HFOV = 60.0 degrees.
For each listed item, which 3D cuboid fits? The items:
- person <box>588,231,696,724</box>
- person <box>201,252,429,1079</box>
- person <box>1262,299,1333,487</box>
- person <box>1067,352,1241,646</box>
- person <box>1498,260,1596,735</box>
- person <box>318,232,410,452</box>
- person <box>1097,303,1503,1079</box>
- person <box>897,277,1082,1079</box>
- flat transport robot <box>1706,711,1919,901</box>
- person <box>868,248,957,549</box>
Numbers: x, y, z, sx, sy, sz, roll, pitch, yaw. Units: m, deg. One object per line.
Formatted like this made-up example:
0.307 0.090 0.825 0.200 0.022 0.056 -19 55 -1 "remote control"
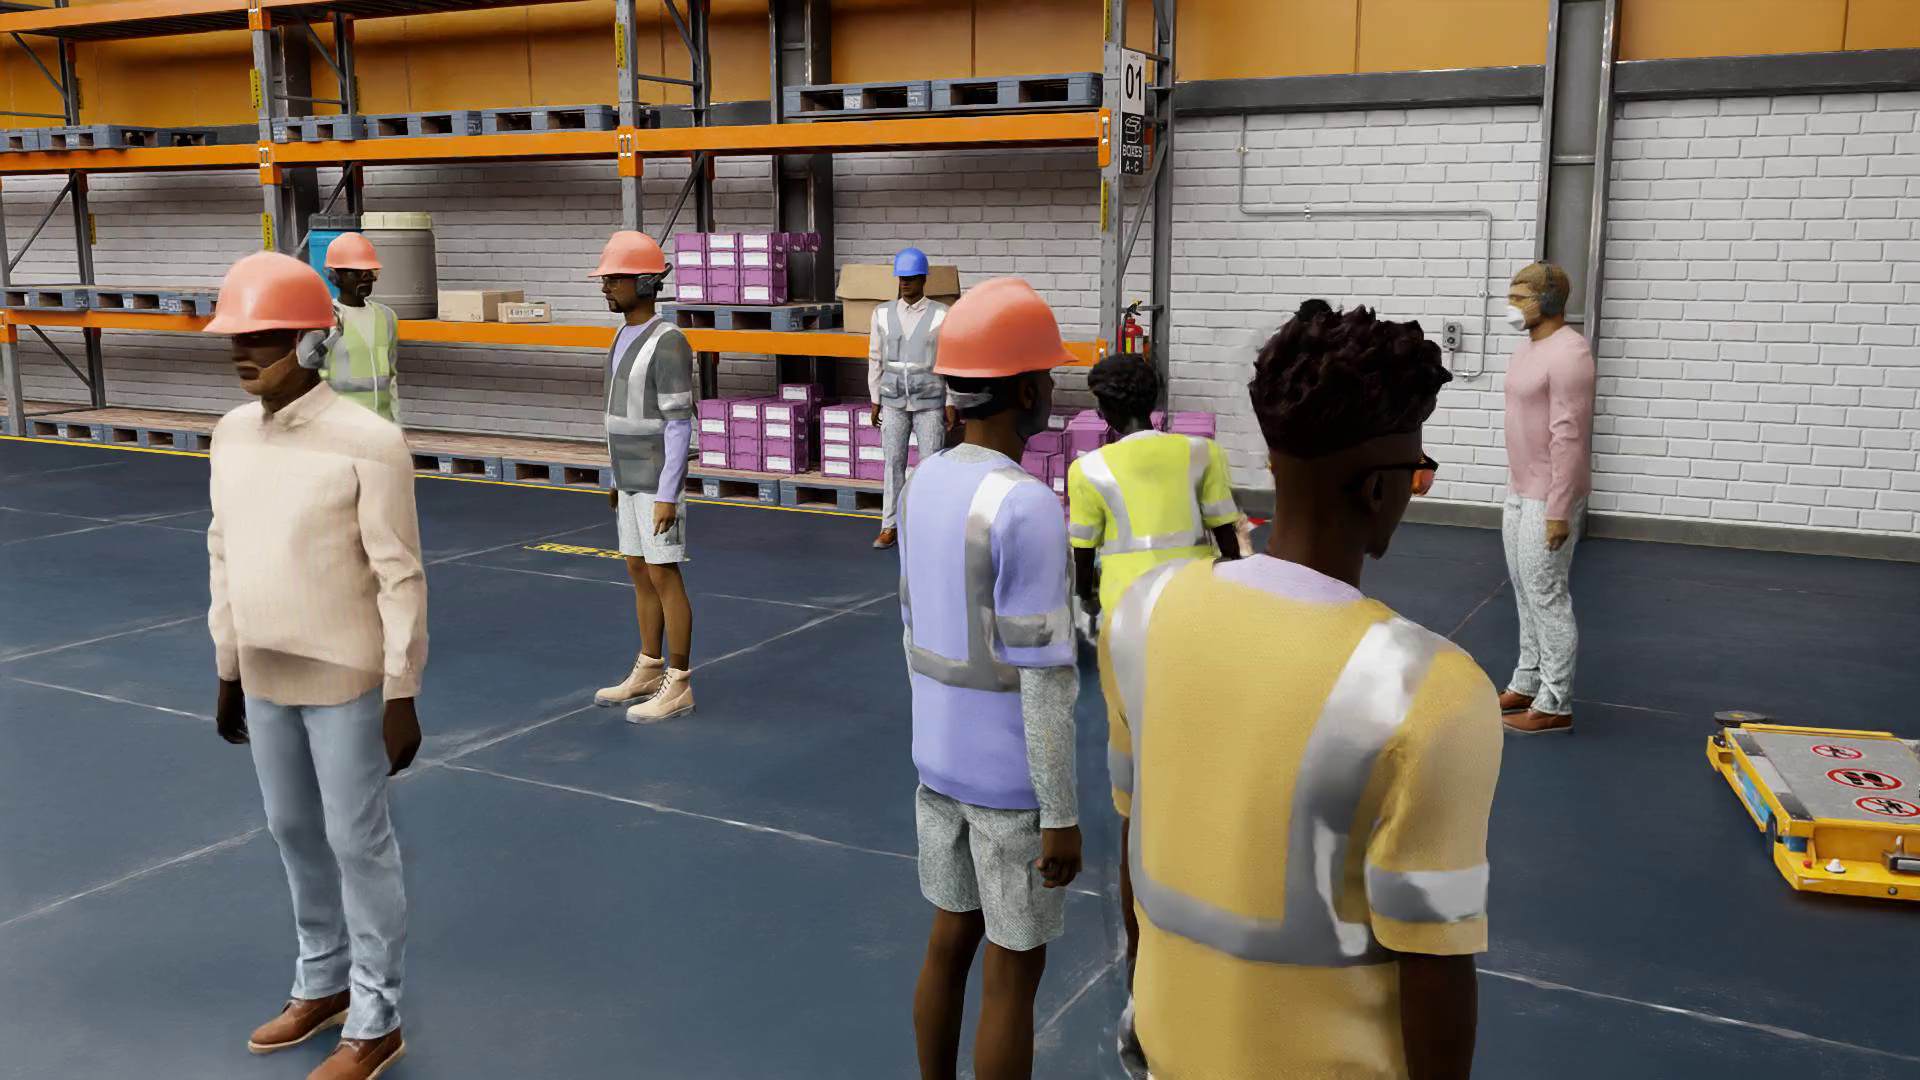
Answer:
-1.333 -0.256 6.966 0.379 2.045 0.605 -7 12 -33 "person"
-1.550 0.330 3.980 0.641 1.996 0.543 5 11 25 "person"
2.038 -0.577 9.744 0.563 1.661 0.697 1 10 3 "person"
0.636 0.206 5.497 0.580 1.641 0.826 -2 11 -11 "person"
2.376 -0.167 6.808 0.379 1.931 0.648 0 10 2 "person"
-3.175 -0.594 8.820 0.395 2.044 0.609 6 12 28 "person"
0.382 0.669 2.165 0.660 1.943 0.622 -9 13 -39 "person"
0.083 0.450 3.379 0.351 1.942 0.545 -6 12 -29 "person"
3.022 0.874 5.637 0.652 0.197 1.431 2 11 14 "flat transport robot"
-0.301 -0.899 10.755 0.605 1.949 0.401 3 11 14 "person"
